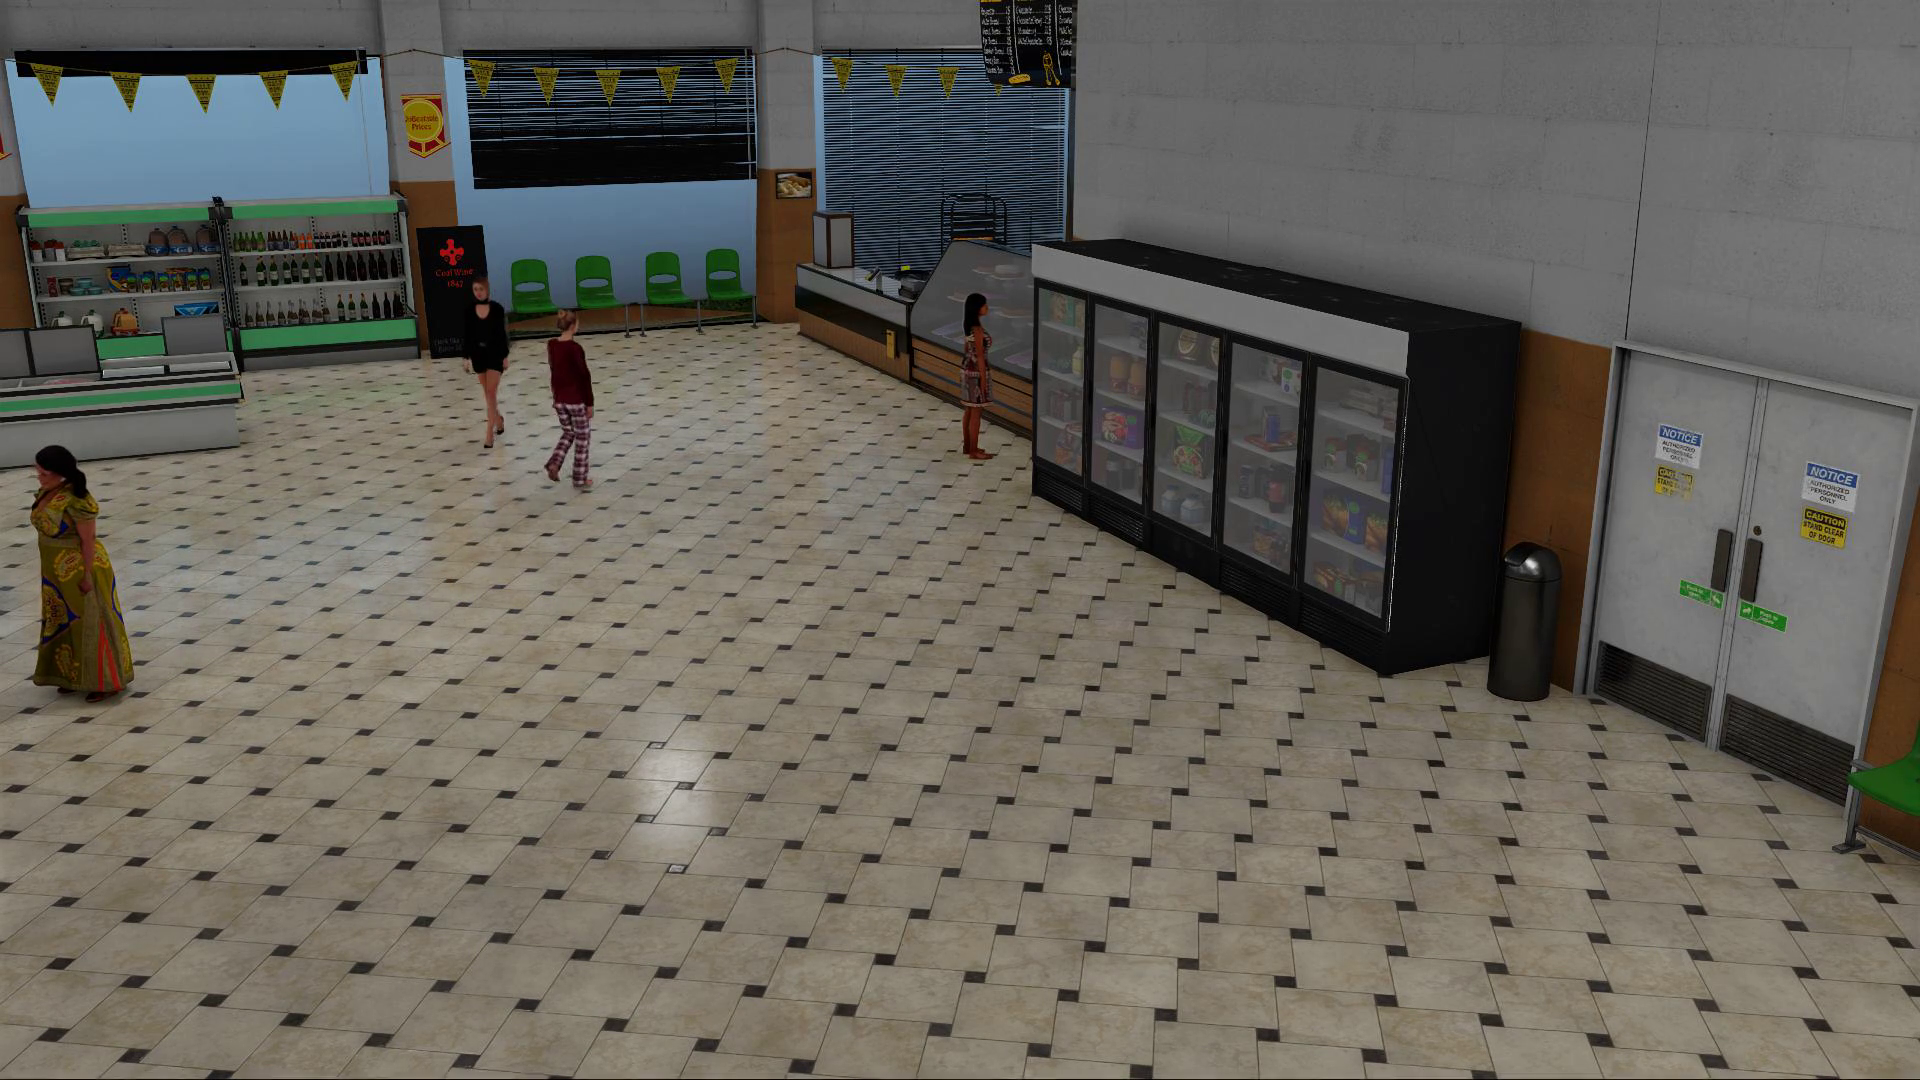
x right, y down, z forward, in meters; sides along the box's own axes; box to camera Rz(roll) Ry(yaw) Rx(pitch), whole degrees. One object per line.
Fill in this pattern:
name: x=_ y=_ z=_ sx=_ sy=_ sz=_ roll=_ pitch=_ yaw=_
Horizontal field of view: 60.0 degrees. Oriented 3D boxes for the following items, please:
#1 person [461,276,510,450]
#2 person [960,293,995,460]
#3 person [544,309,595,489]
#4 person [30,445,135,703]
person: x=-4.832 y=-1.819 z=17.071 sx=1.164 sy=1.707 sz=0.963 roll=-1 pitch=17 yaw=-3
person: x=0.152 y=-1.644 z=16.601 sx=0.585 sy=1.645 sz=0.686 roll=-4 pitch=17 yaw=-14
person: x=-3.634 y=-1.274 z=15.319 sx=0.820 sy=1.683 sz=0.885 roll=9 pitch=19 yaw=28
person: x=-5.604 y=0.194 z=10.524 sx=1.001 sy=1.659 sz=1.020 roll=10 pitch=19 yaw=29
